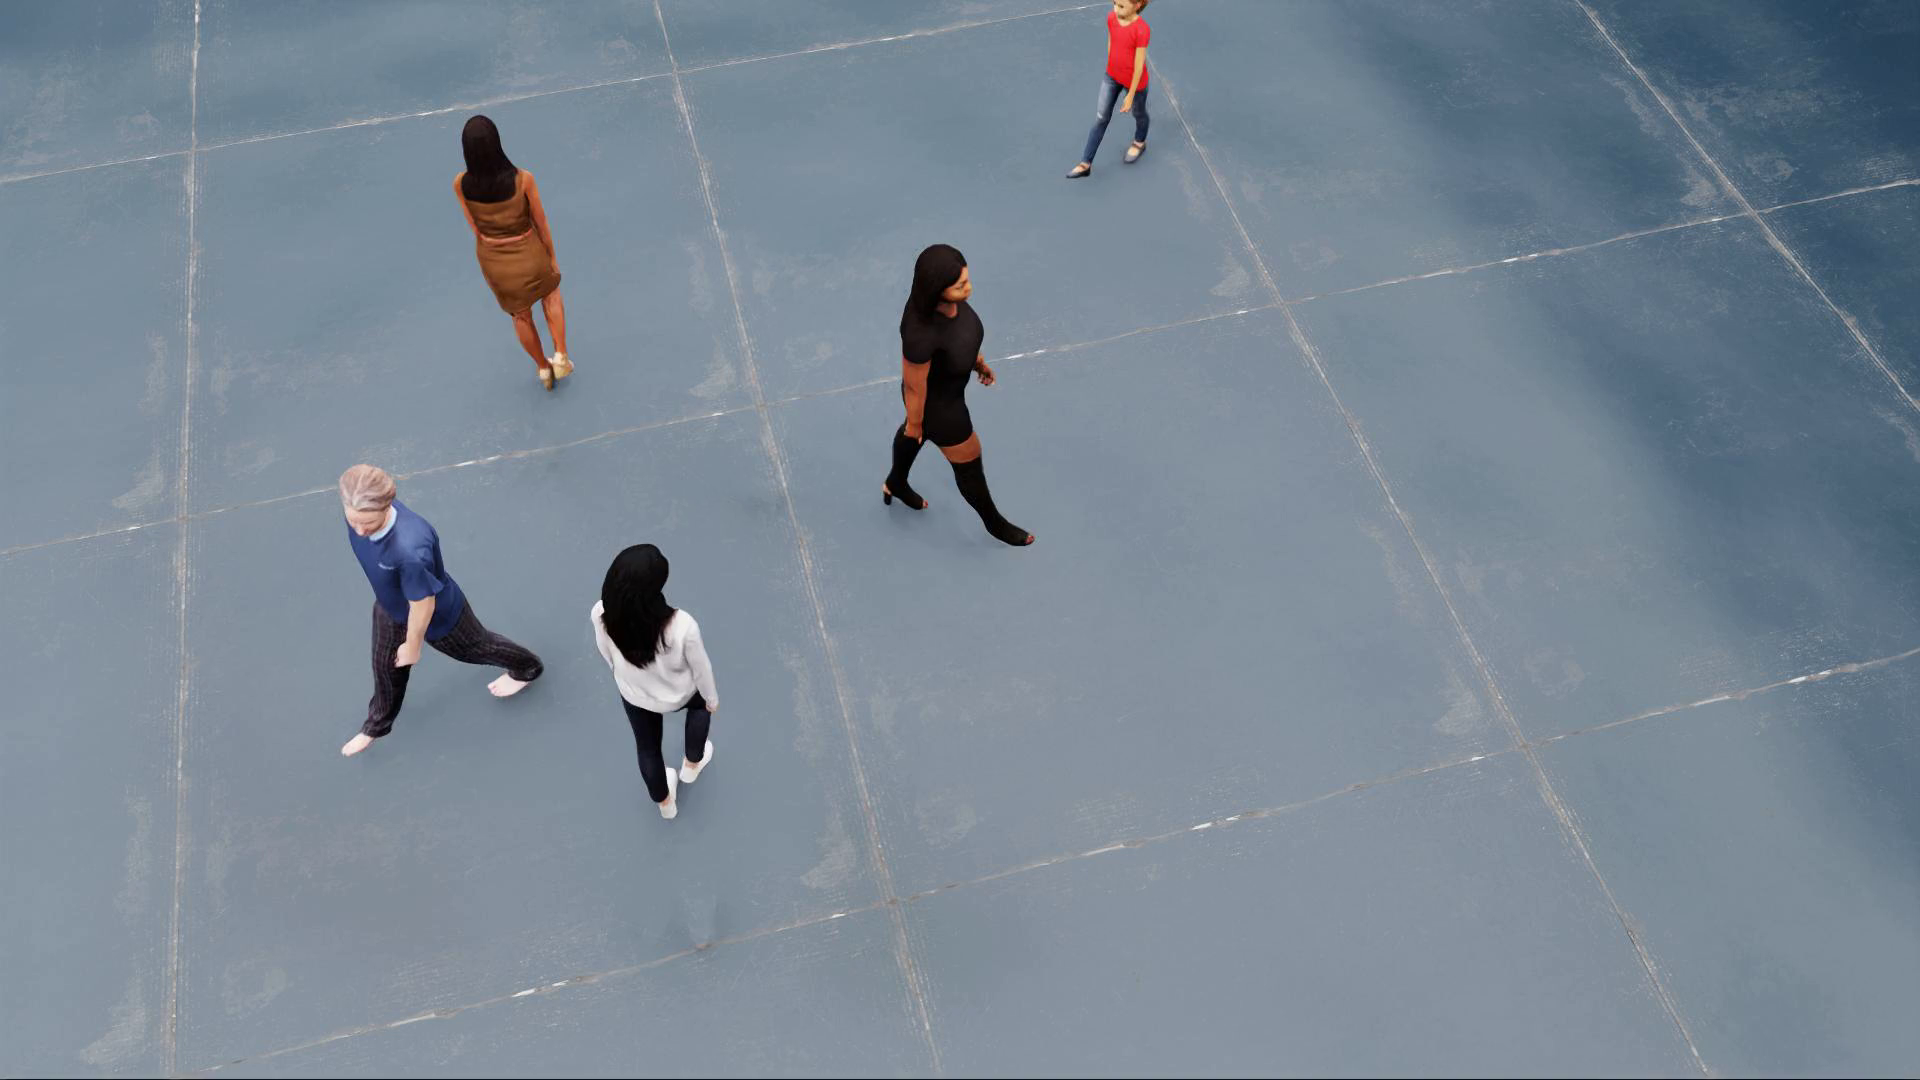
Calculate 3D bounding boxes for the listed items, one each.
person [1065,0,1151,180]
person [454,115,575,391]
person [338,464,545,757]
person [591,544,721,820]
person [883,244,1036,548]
[{"bbox_3d":[1.018,-2.710,9.688,0.862,1.280,0.827,35,60,24],"label":"person"},{"bbox_3d":[-2.245,-1.349,8.382,0.567,1.677,0.594,-7,53,-5],"label":"person"},{"bbox_3d":[-2.194,0.255,7.060,1.199,1.803,1.226,-38,61,-26],"label":"person"},{"bbox_3d":[-1.244,0.673,6.811,0.753,1.685,0.761,2,52,2],"label":"person"},{"bbox_3d":[-0.195,-0.686,7.780,1.029,1.818,1.096,10,53,8],"label":"person"}]
